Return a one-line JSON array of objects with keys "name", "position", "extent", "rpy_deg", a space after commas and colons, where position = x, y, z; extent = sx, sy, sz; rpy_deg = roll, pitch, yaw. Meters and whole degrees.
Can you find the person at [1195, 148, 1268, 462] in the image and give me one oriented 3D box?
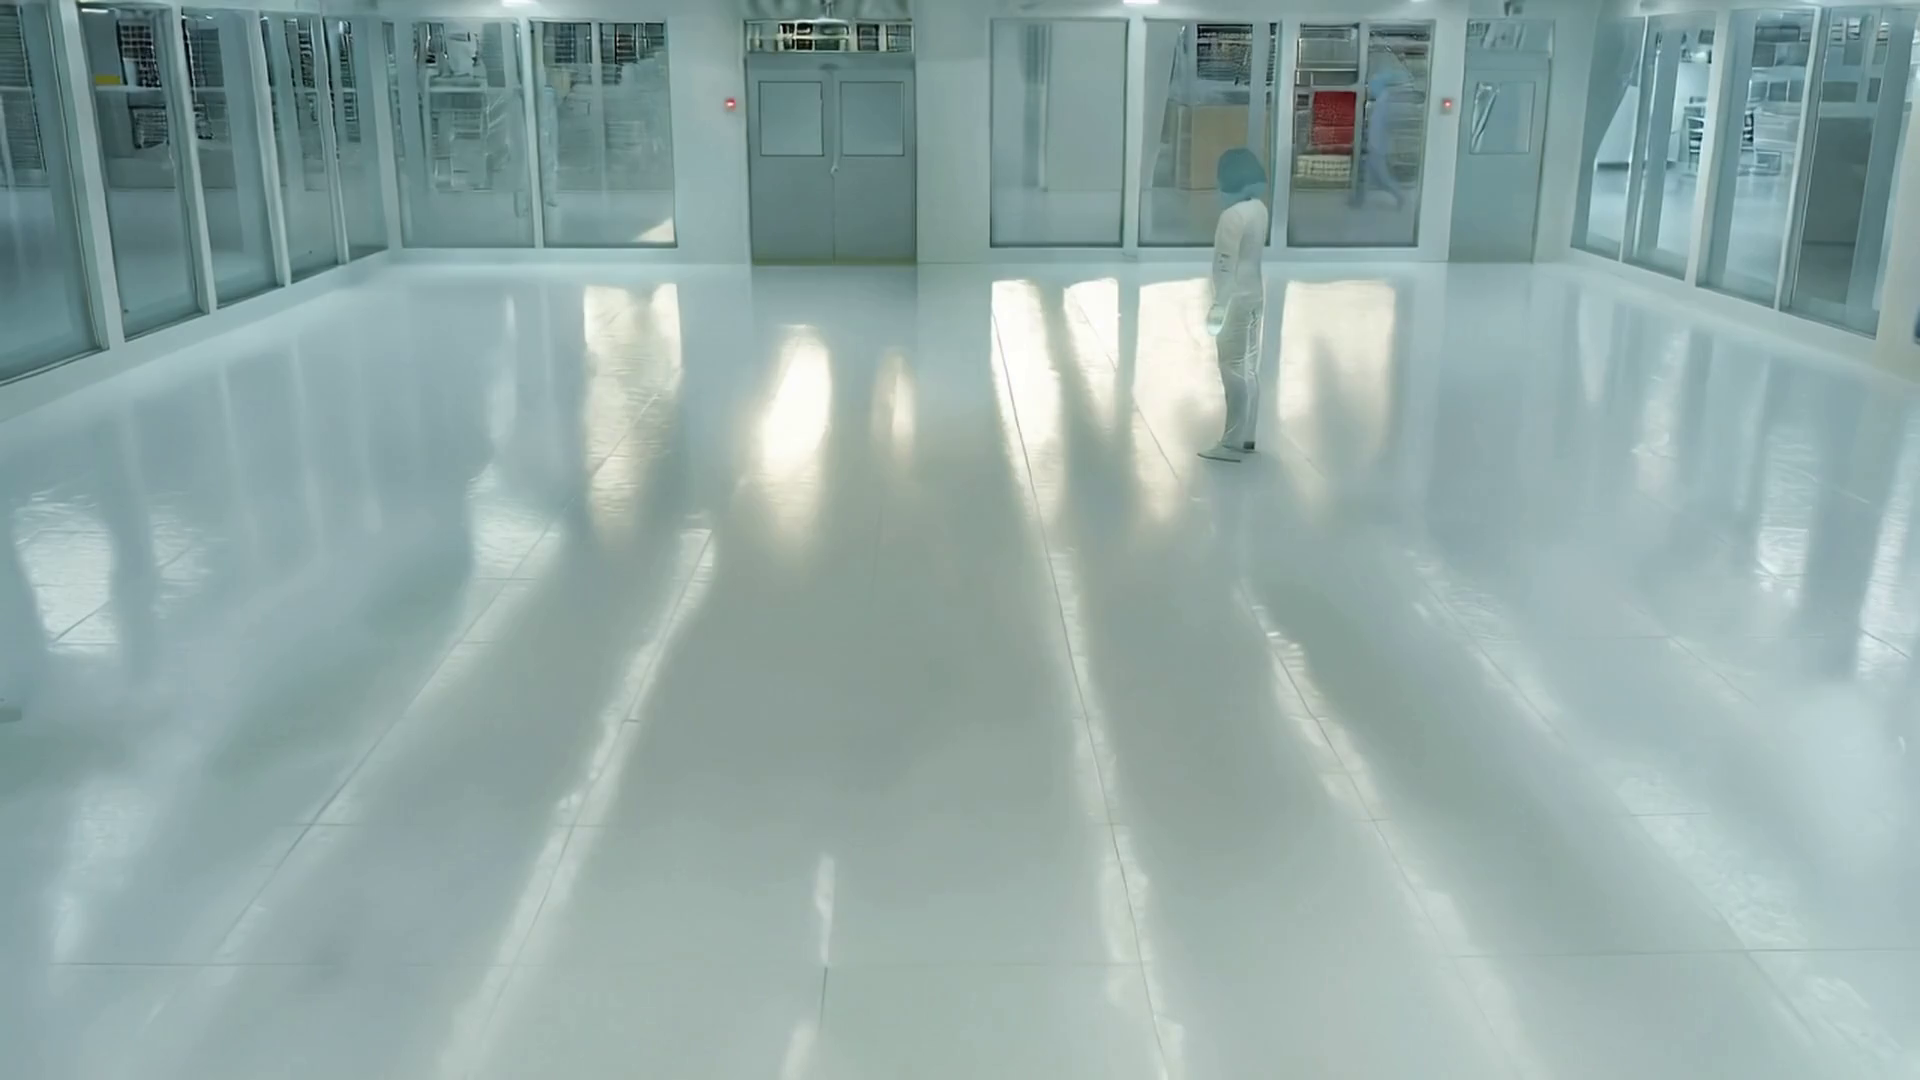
[{"name": "person", "position": [1.447, -1.227, 8.753], "extent": [0.287, 1.635, 0.499], "rpy_deg": [9, 19, 28]}]
